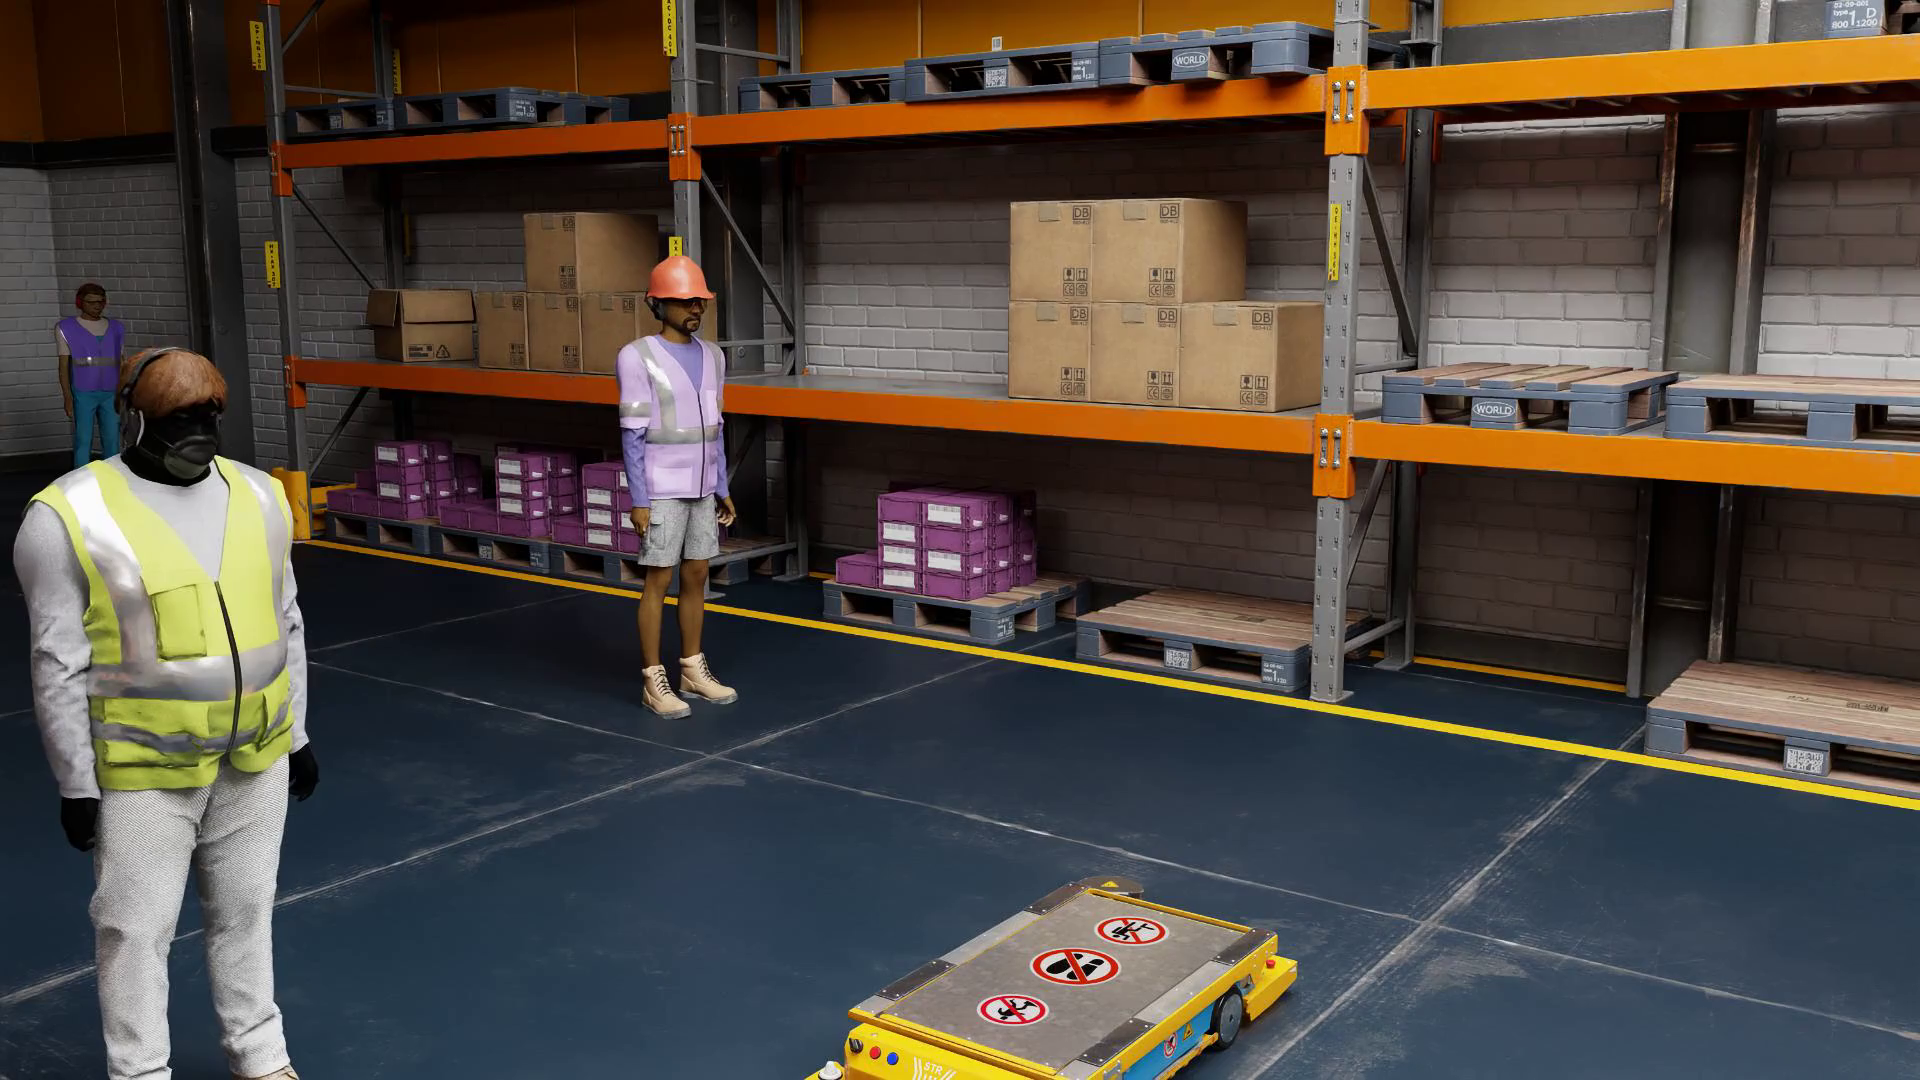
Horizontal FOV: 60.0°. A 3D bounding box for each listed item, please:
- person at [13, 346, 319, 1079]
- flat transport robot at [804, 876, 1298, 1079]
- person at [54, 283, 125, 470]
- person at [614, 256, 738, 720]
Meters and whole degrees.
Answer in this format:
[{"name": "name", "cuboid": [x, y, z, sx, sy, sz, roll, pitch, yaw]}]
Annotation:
[{"name": "person", "cuboid": [-1.725, 0.488, 3.742, 0.428, 1.840, 0.624, 7, 12, 35]}, {"name": "flat transport robot", "cuboid": [0.254, 1.194, 4.191, 0.652, 0.197, 1.431, 7, 12, 35]}, {"name": "person", "cuboid": [-7.151, -1.196, 13.764, 0.390, 1.839, 0.564, 7, 12, 35]}, {"name": "person", "cuboid": [-1.239, -0.237, 7.445, 0.374, 2.044, 0.606, 7, 12, 35]}]
